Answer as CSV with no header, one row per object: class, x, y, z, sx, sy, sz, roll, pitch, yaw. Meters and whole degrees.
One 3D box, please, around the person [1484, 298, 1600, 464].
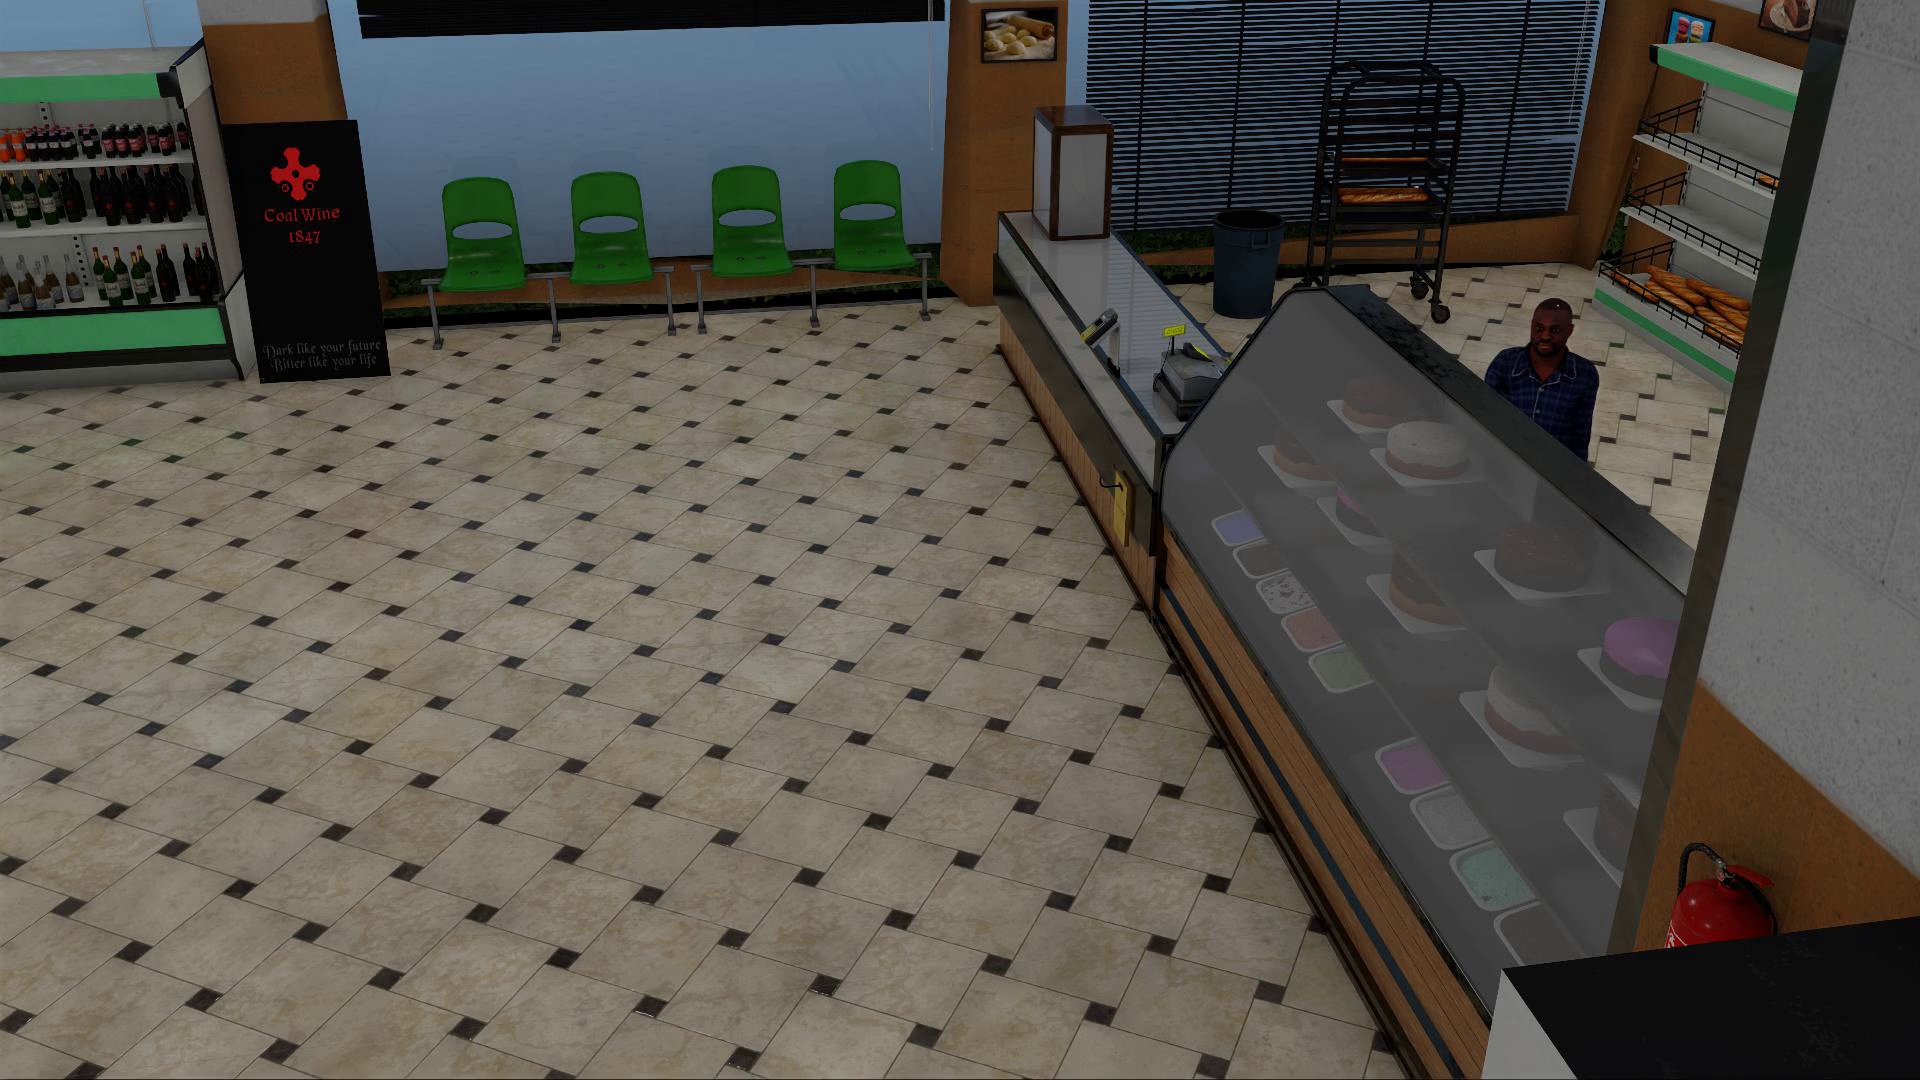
person,2.576,-0.233,7.587,0.731,1.824,0.840,9,28,18
